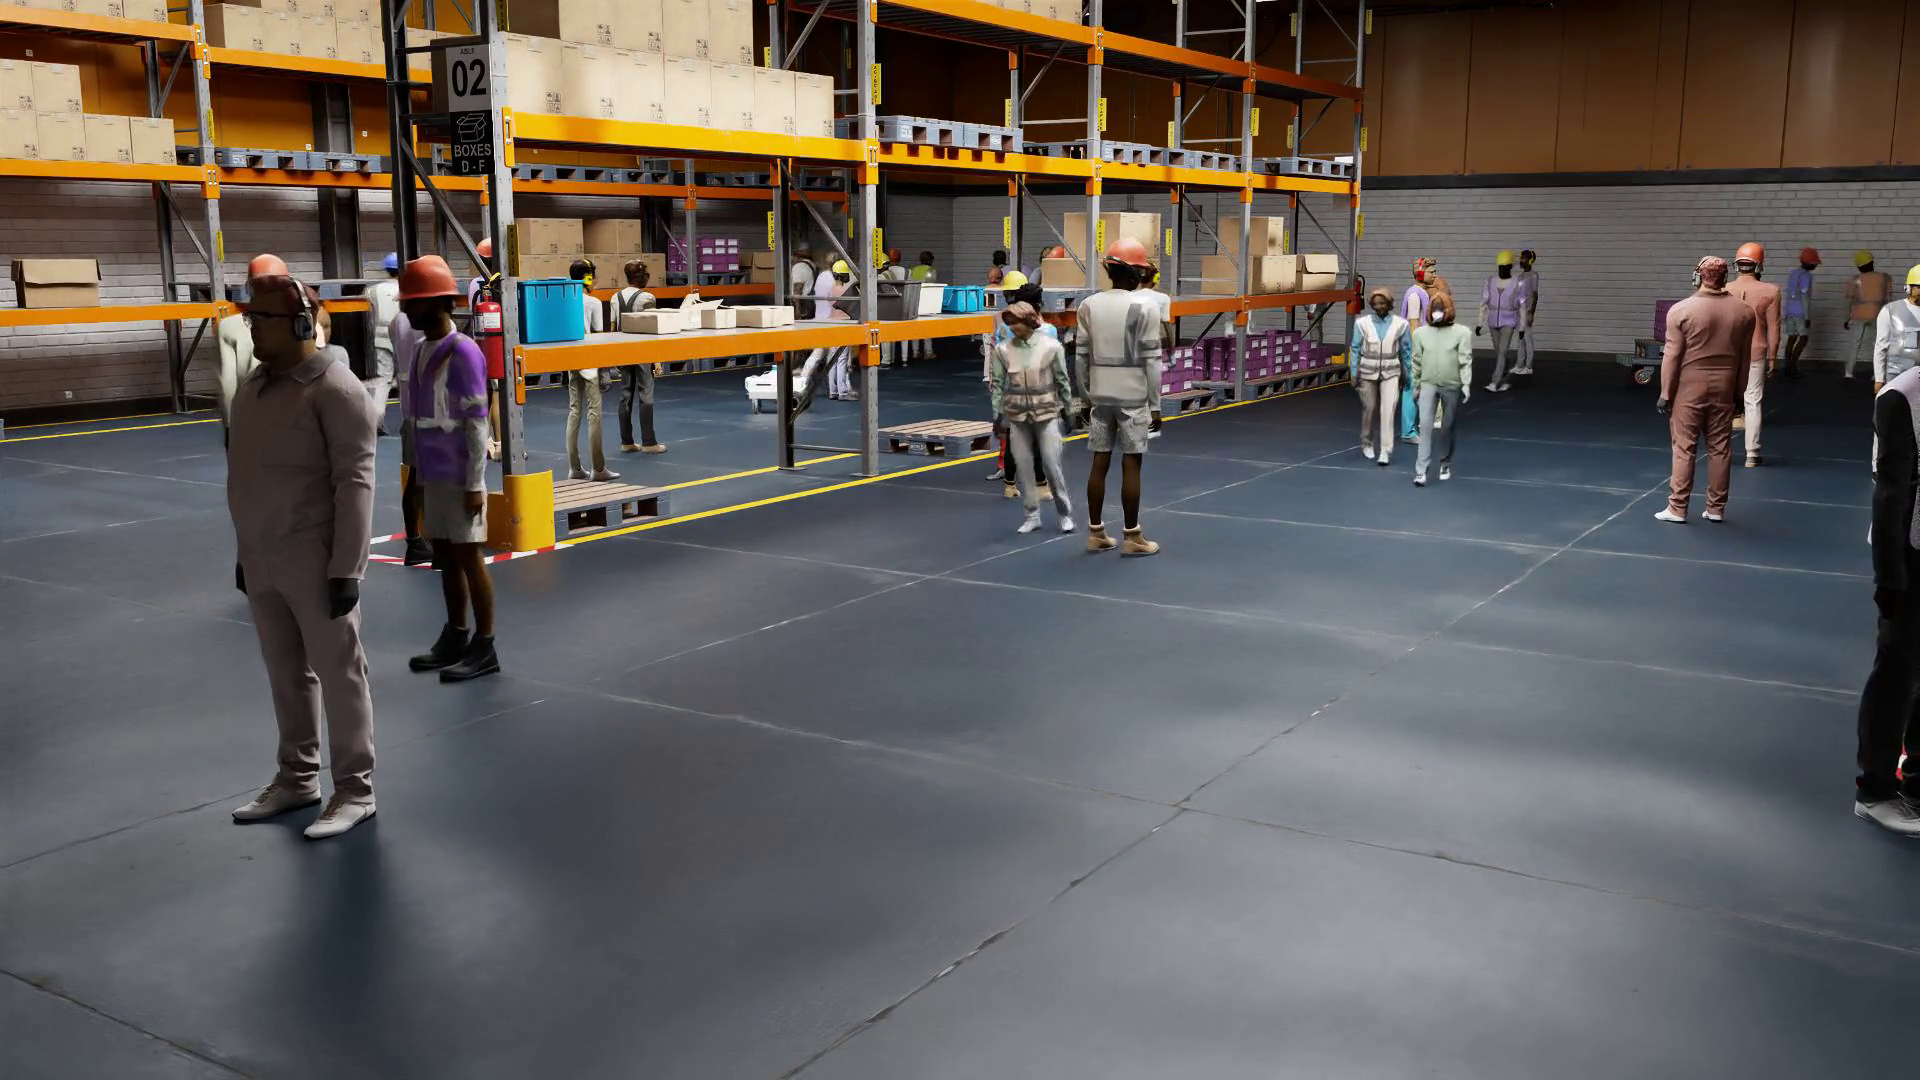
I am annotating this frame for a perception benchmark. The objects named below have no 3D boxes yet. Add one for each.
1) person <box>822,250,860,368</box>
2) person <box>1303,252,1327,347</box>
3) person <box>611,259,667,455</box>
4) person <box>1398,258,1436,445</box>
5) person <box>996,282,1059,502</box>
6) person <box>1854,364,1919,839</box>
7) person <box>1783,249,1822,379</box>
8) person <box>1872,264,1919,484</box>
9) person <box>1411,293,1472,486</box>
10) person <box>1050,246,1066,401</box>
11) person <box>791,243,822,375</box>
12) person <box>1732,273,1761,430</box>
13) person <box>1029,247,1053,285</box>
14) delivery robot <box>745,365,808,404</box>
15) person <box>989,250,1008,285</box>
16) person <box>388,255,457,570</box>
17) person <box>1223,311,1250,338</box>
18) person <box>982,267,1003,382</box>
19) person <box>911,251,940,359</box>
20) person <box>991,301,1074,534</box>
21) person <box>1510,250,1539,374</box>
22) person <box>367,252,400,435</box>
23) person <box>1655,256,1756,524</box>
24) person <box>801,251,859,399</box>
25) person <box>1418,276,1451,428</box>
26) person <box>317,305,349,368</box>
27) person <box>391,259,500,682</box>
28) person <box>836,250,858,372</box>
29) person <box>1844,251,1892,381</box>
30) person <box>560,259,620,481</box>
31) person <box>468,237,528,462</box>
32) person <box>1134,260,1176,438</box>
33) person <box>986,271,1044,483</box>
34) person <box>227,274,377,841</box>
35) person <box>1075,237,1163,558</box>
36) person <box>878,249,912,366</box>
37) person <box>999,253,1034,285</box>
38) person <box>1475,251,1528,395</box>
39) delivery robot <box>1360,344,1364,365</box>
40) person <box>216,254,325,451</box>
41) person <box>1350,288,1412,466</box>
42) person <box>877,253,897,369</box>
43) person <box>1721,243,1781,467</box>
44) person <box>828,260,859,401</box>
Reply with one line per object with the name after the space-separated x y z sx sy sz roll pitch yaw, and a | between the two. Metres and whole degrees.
-1.891 -3.614 26.168 0.599 1.852 0.846 6 12 30 | person
5.809 -3.798 27.253 0.404 1.832 0.595 5 11 24 | person
-3.057 -1.726 15.743 0.517 1.841 0.325 5 11 24 | person
4.535 -1.868 16.522 0.385 1.846 0.561 4 11 19 | person
0.522 -1.139 12.891 0.545 1.696 0.317 5 11 25 | person
3.327 0.058 5.688 0.592 1.913 0.390 -4 11 -23 | person
12.310 -3.309 24.410 0.330 1.893 0.660 1 10 5 | person
7.865 -1.361 13.745 0.591 1.834 0.404 1 10 5 | person
3.990 -1.254 13.825 0.515 1.588 0.845 4 11 23 | person
1.250 -2.731 21.043 0.355 1.939 0.552 2 10 12 | person
-2.420 -3.536 25.223 0.535 2.000 0.848 5 11 24 | person
8.365 -2.023 17.791 0.320 1.695 0.537 -1 10 -4 | person
1.100 -2.841 21.668 0.371 1.935 0.629 5 12 28 | person
-2.148 -1.804 19.484 0.707 0.478 0.477 1 10 5 | delivery robot
0.721 -4.285 29.929 0.429 1.841 0.633 4 11 23 | person
-3.252 -0.782 10.280 0.544 1.932 0.385 6 12 31 | person
4.407 -3.547 26.224 0.832 1.713 0.487 -8 13 -39 | person
0.510 -3.062 23.718 0.523 1.637 0.306 -1 10 -6 | person
-0.594 -4.010 28.464 0.627 1.829 0.434 7 12 34 | person
0.484 -0.831 11.411 0.540 1.610 0.411 3 11 18 | person
8.533 -3.439 25.151 0.324 1.875 0.517 -2 10 -11 | person
-5.903 -2.053 17.389 0.604 1.911 0.954 1 10 6 | person
5.300 -1.063 11.894 0.645 1.908 0.408 -1 10 -5 | person
-1.732 -2.741 21.320 0.981 1.912 0.632 -7 12 -34 | person
5.141 -2.027 17.989 0.286 1.633 0.500 5 11 25 | person
-4.327 -0.768 11.089 0.502 1.602 0.729 1 10 3 | person
-2.383 -0.317 7.679 0.378 1.936 0.550 -10 14 -43 | person
-1.822 -3.538 25.689 0.635 1.890 1.037 -5 11 -24 | person
12.999 -3.192 23.814 0.637 1.871 0.583 3 11 16 | person
-3.163 -1.426 14.027 0.521 1.865 0.328 5 11 25 | person
-4.252 -1.734 15.236 0.378 2.044 0.607 -9 13 -40 | person
1.870 -1.886 16.692 0.532 1.834 0.966 5 12 28 | person
0.461 -1.355 13.903 0.525 1.769 0.311 7 12 34 | person
-2.269 0.057 5.680 0.643 1.912 0.410 6 12 31 | person
1.040 -0.909 10.664 0.615 2.040 0.391 8 13 38 | person
-1.038 -3.712 26.630 0.575 1.885 0.355 -3 11 -17 | person
0.893 -3.693 26.460 0.638 1.911 0.402 -2 10 -13 | person
7.171 -2.871 22.010 0.589 1.876 1.010 9 14 40 | person
5.975 -2.698 24.437 0.477 0.478 0.707 -3 11 -17 | delivery robot
-4.087 -0.736 9.996 0.642 1.944 1.041 -3 11 -14 | person
3.828 -1.489 15.136 0.555 1.590 0.870 3 11 14 | person
-1.193 -3.588 26.112 0.404 1.826 0.587 3 11 16 | person
7.004 -1.651 14.904 0.611 1.996 0.387 7 12 33 | person
-1.490 -2.628 20.957 0.308 1.769 0.525 -6 12 -29 | person
